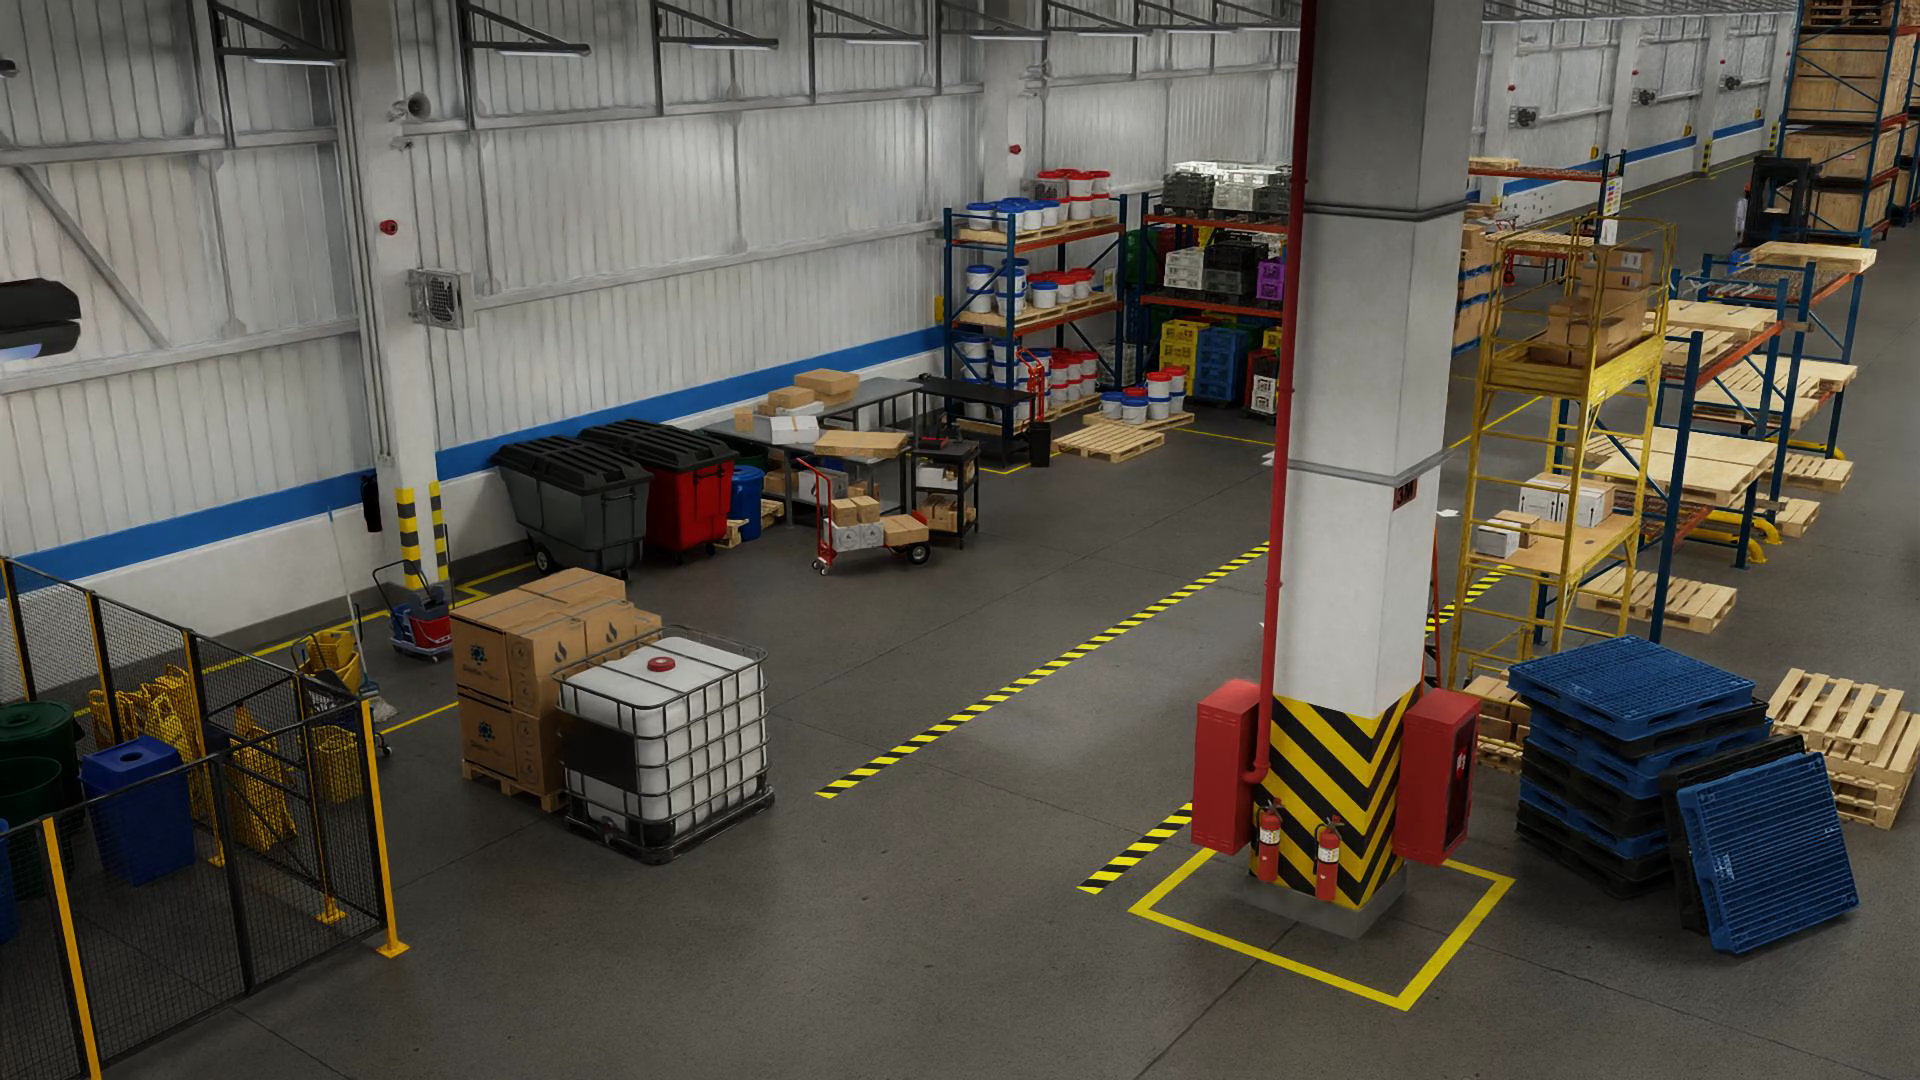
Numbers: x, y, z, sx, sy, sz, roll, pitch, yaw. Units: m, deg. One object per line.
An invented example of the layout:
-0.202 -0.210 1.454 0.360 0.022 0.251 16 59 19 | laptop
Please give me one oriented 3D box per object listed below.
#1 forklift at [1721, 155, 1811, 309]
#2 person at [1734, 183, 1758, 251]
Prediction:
15.416 -5.871 31.589 1.129 2.768 1.873 13 22 34 | forklift
16.800 -6.683 35.596 0.569 1.919 0.404 -11 21 -31 | person
